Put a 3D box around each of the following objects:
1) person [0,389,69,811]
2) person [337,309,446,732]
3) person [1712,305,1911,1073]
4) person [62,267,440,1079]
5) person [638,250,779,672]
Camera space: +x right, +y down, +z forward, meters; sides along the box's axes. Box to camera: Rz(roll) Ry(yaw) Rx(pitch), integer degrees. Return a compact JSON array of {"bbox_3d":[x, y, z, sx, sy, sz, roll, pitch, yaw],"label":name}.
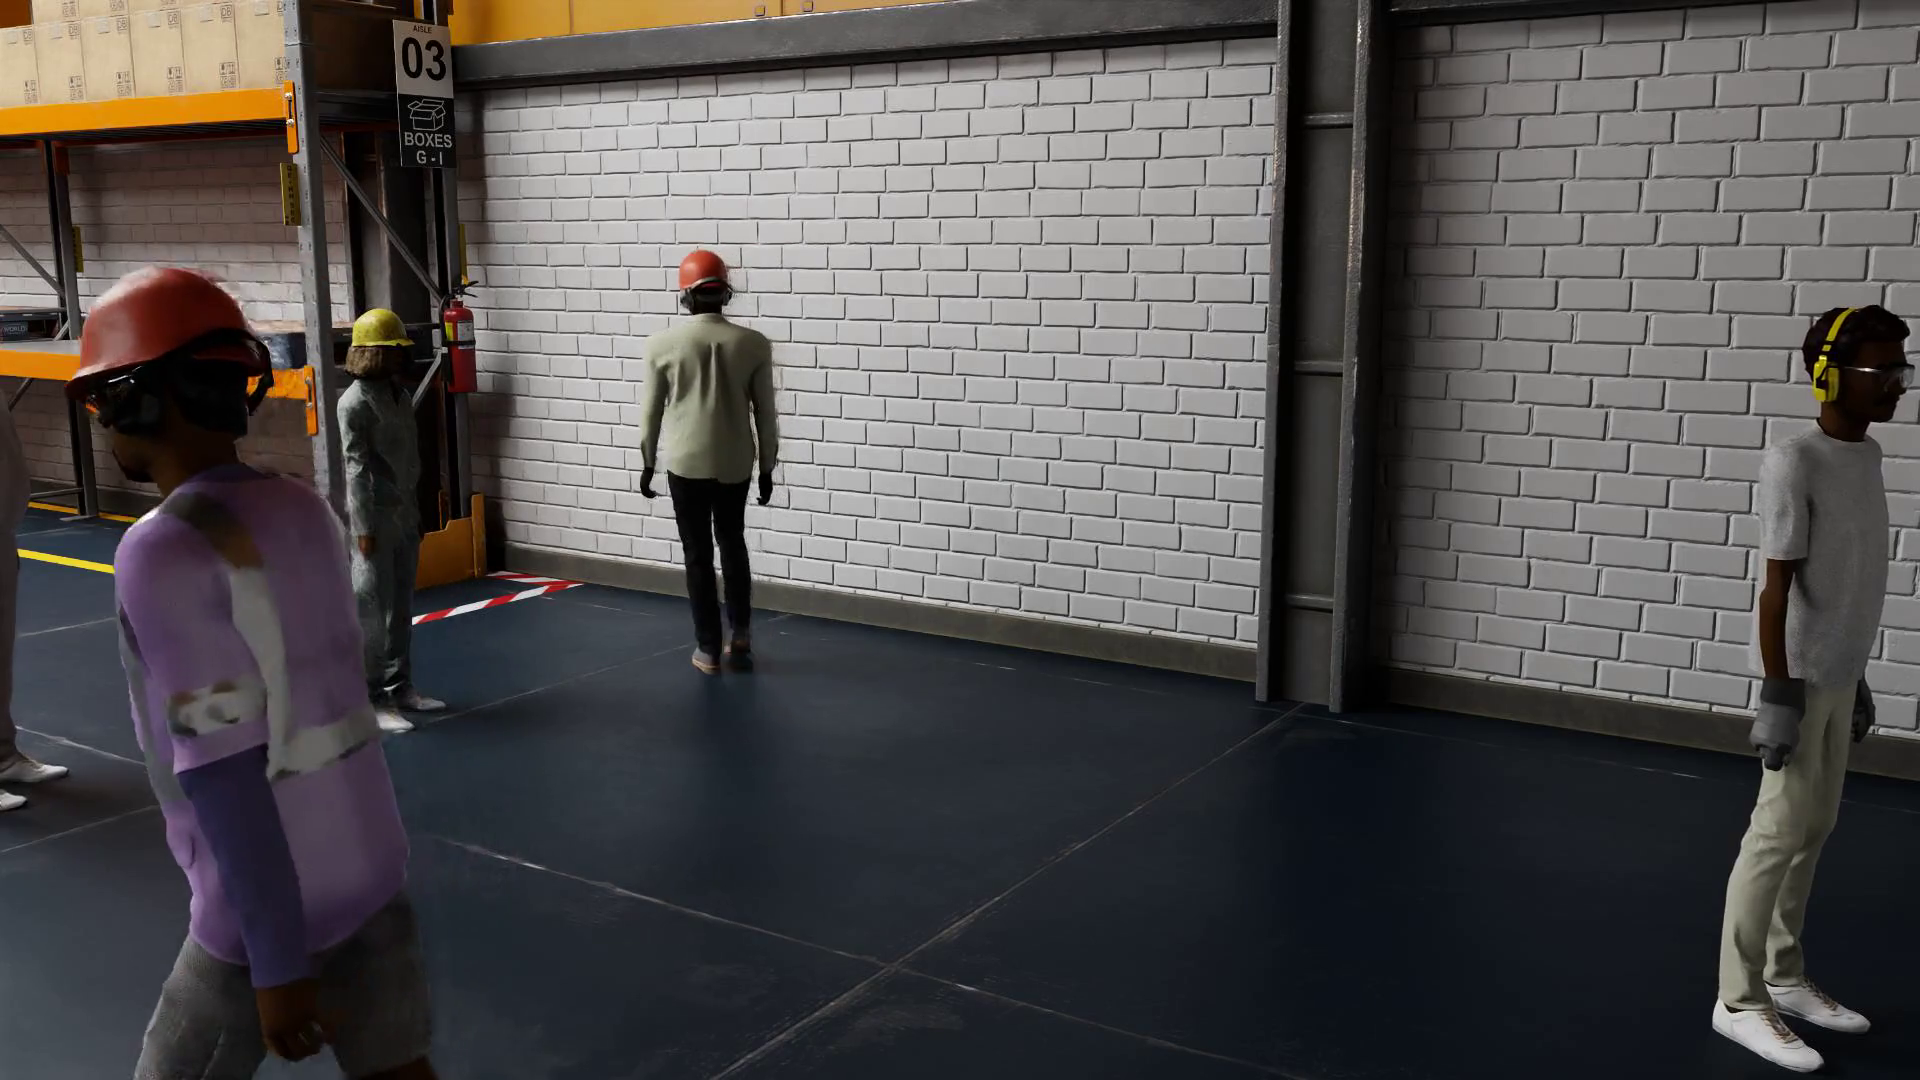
[{"bbox_3d":[-3.518,0.021,5.928,0.399,1.897,0.647,-2,10,-11],"label":"person"},{"bbox_3d":[-2.370,-0.085,6.926,0.295,1.743,0.493,1,10,8],"label":"person"},{"bbox_3d":[2.135,0.358,4.124,0.537,1.869,0.312,-9,14,-40],"label":"person"},{"bbox_3d":[-1.167,0.557,2.727,1.060,1.970,0.613,1,10,6],"label":"person"},{"bbox_3d":[-1.196,-0.365,7.849,0.617,1.976,0.508,-4,11,-23],"label":"person"}]
